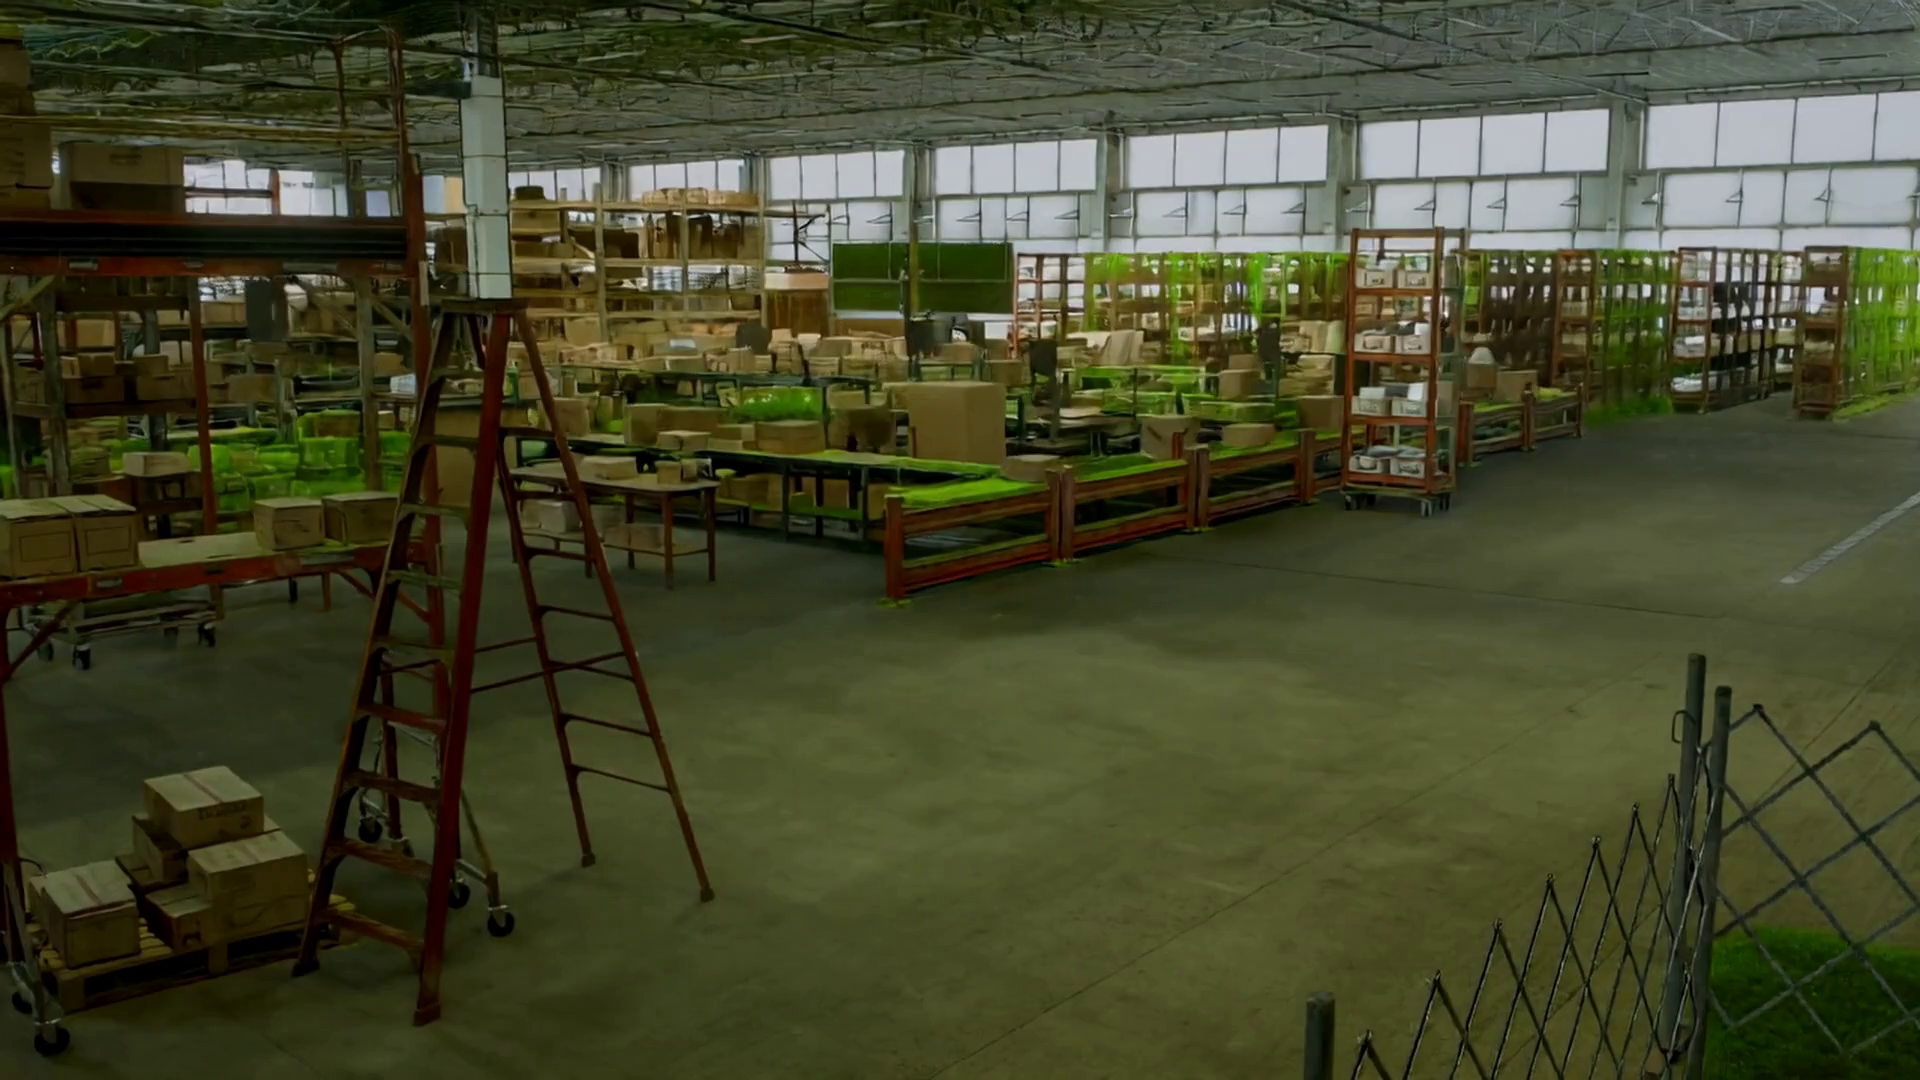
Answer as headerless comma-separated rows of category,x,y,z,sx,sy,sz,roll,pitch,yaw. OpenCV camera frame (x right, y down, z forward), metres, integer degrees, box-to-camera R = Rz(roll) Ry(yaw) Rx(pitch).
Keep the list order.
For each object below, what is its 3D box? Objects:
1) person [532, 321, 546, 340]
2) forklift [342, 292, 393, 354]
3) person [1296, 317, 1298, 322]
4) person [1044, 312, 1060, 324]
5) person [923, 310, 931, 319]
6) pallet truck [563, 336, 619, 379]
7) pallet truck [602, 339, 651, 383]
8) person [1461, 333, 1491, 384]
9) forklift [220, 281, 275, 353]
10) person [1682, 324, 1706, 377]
person,-12.503,-5.664,49.261,0.509,1.632,0.267,3,10,18
forklift,-16.485,-5.622,45.120,1.129,2.768,1.873,7,11,37
person,10.354,-6.059,50.681,0.434,1.977,0.602,7,11,37
person,2.933,-6.281,52.264,0.651,1.907,0.409,8,12,41
person,-1.199,-7.716,61.895,0.920,1.696,0.489,7,11,36
pallet truck,-10.690,-5.294,48.215,1.601,1.201,0.680,-5,10,-26
pallet truck,-8.991,-4.871,45.351,0.653,1.274,1.630,7,11,37
person,10.656,-3.363,34.374,0.720,1.802,0.621,8,12,42
forklift,-19.401,-5.772,46.058,1.129,2.768,1.873,7,11,37
person,18.453,-4.534,41.698,0.613,1.809,0.680,-7,11,-36
